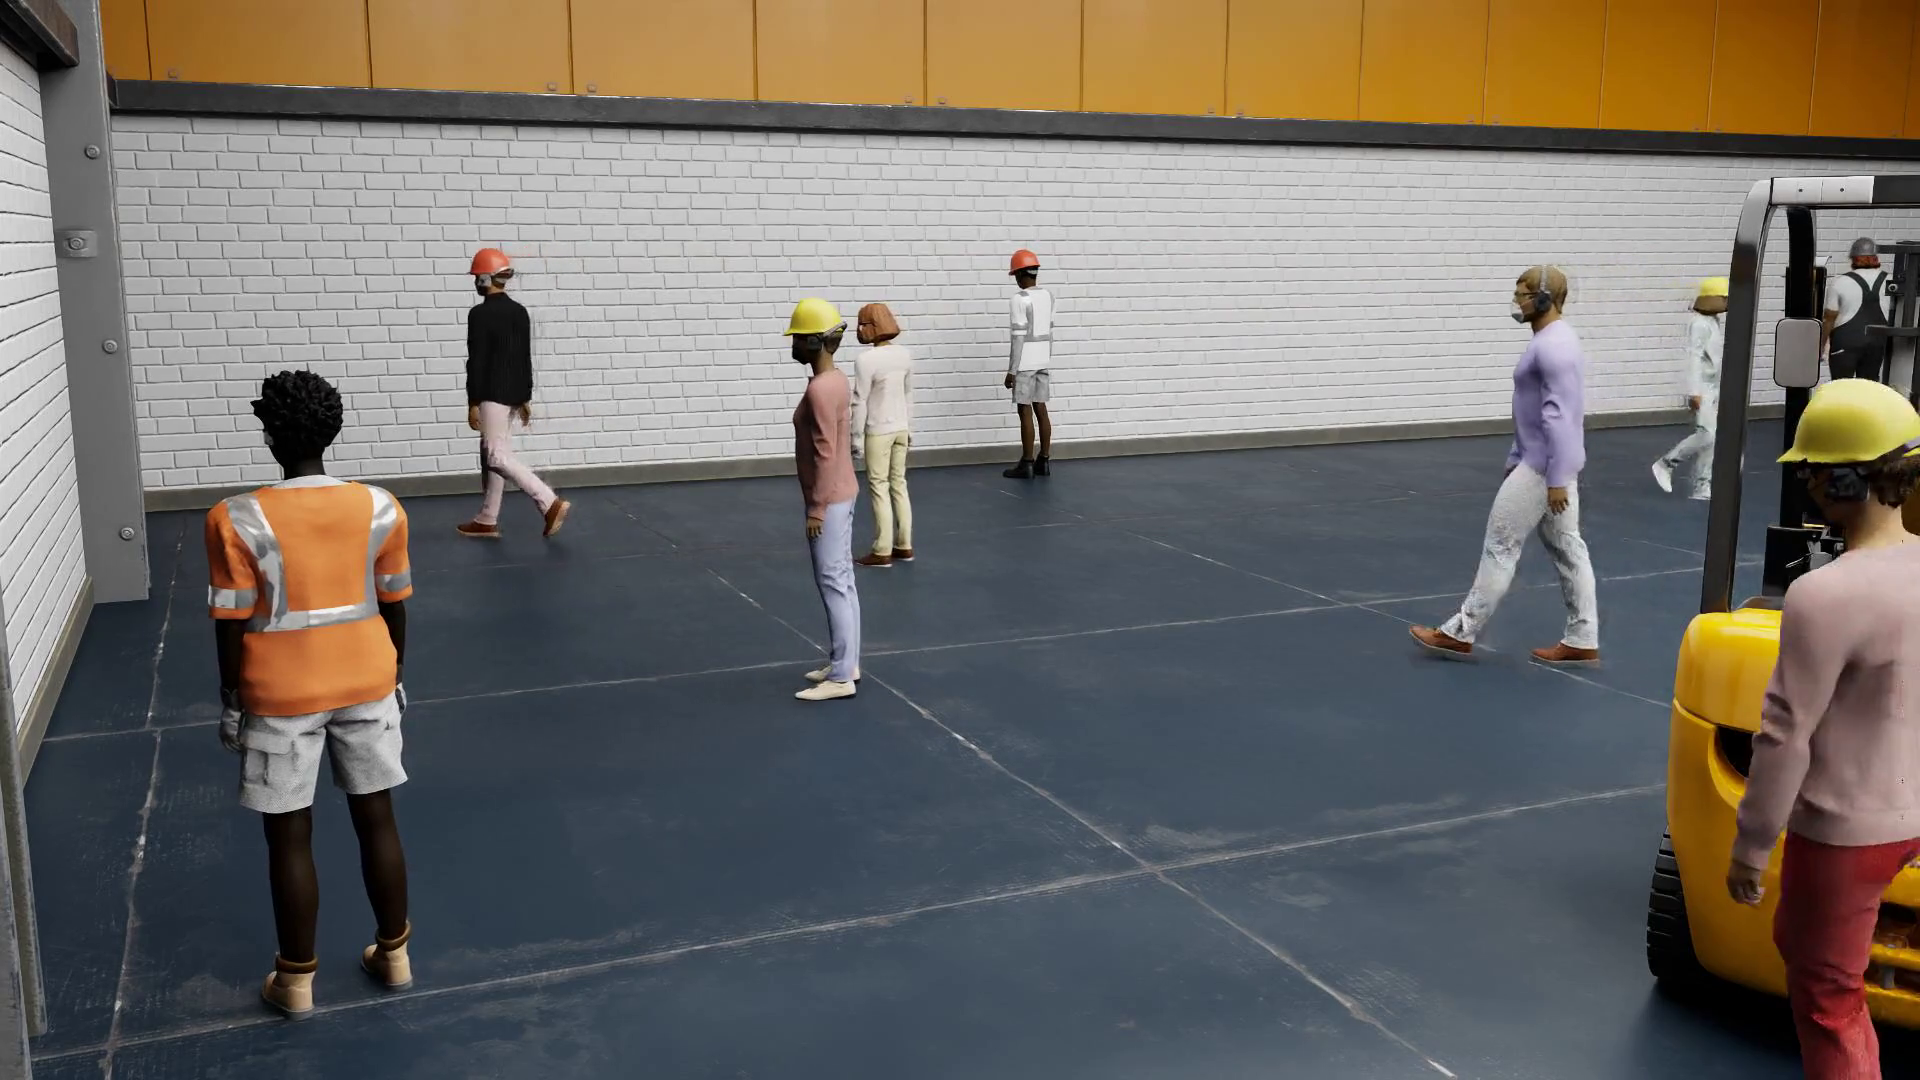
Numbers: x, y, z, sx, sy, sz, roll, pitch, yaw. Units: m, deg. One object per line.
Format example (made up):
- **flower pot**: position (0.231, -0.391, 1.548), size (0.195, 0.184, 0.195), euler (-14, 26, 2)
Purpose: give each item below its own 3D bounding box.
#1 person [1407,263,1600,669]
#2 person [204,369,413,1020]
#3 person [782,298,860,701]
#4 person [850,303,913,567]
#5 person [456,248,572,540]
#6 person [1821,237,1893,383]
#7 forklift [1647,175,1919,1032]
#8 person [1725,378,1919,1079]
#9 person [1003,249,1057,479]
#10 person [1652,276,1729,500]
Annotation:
- **person**: position (2.622, -0.342, 7.875), size (0.968, 1.892, 0.647), euler (4, 11, 22)
- **person**: position (-1.677, 0.401, 4.361), size (0.530, 1.689, 0.322), euler (-10, 14, -43)
- **person**: position (-0.612, -0.175, 7.326), size (0.326, 1.767, 0.533), euler (1, 10, 4)
- **person**: position (-0.489, -0.643, 10.282), size (0.309, 1.626, 0.514), euler (8, 13, 36)
- **person**: position (-3.015, -0.957, 11.091), size (0.873, 1.965, 0.622), euler (3, 11, 15)
- **person**: position (8.859, -1.972, 16.468), size (0.686, 2.000, 0.537), euler (1, 10, 5)
- **forklift**: position (2.810, 0.094, 4.662), size (1.214, 2.155, 2.313), euler (7, 12, 34)
- **person**: position (1.747, 0.555, 3.321), size (0.540, 1.751, 0.382), euler (-7, 12, -33)
- **person**: position (0.567, -1.479, 14.065), size (0.373, 1.928, 0.543), euler (8, 13, 39)
- **person**: position (5.721, -1.164, 12.844), size (0.457, 1.730, 0.500), euler (9, 14, 41)
